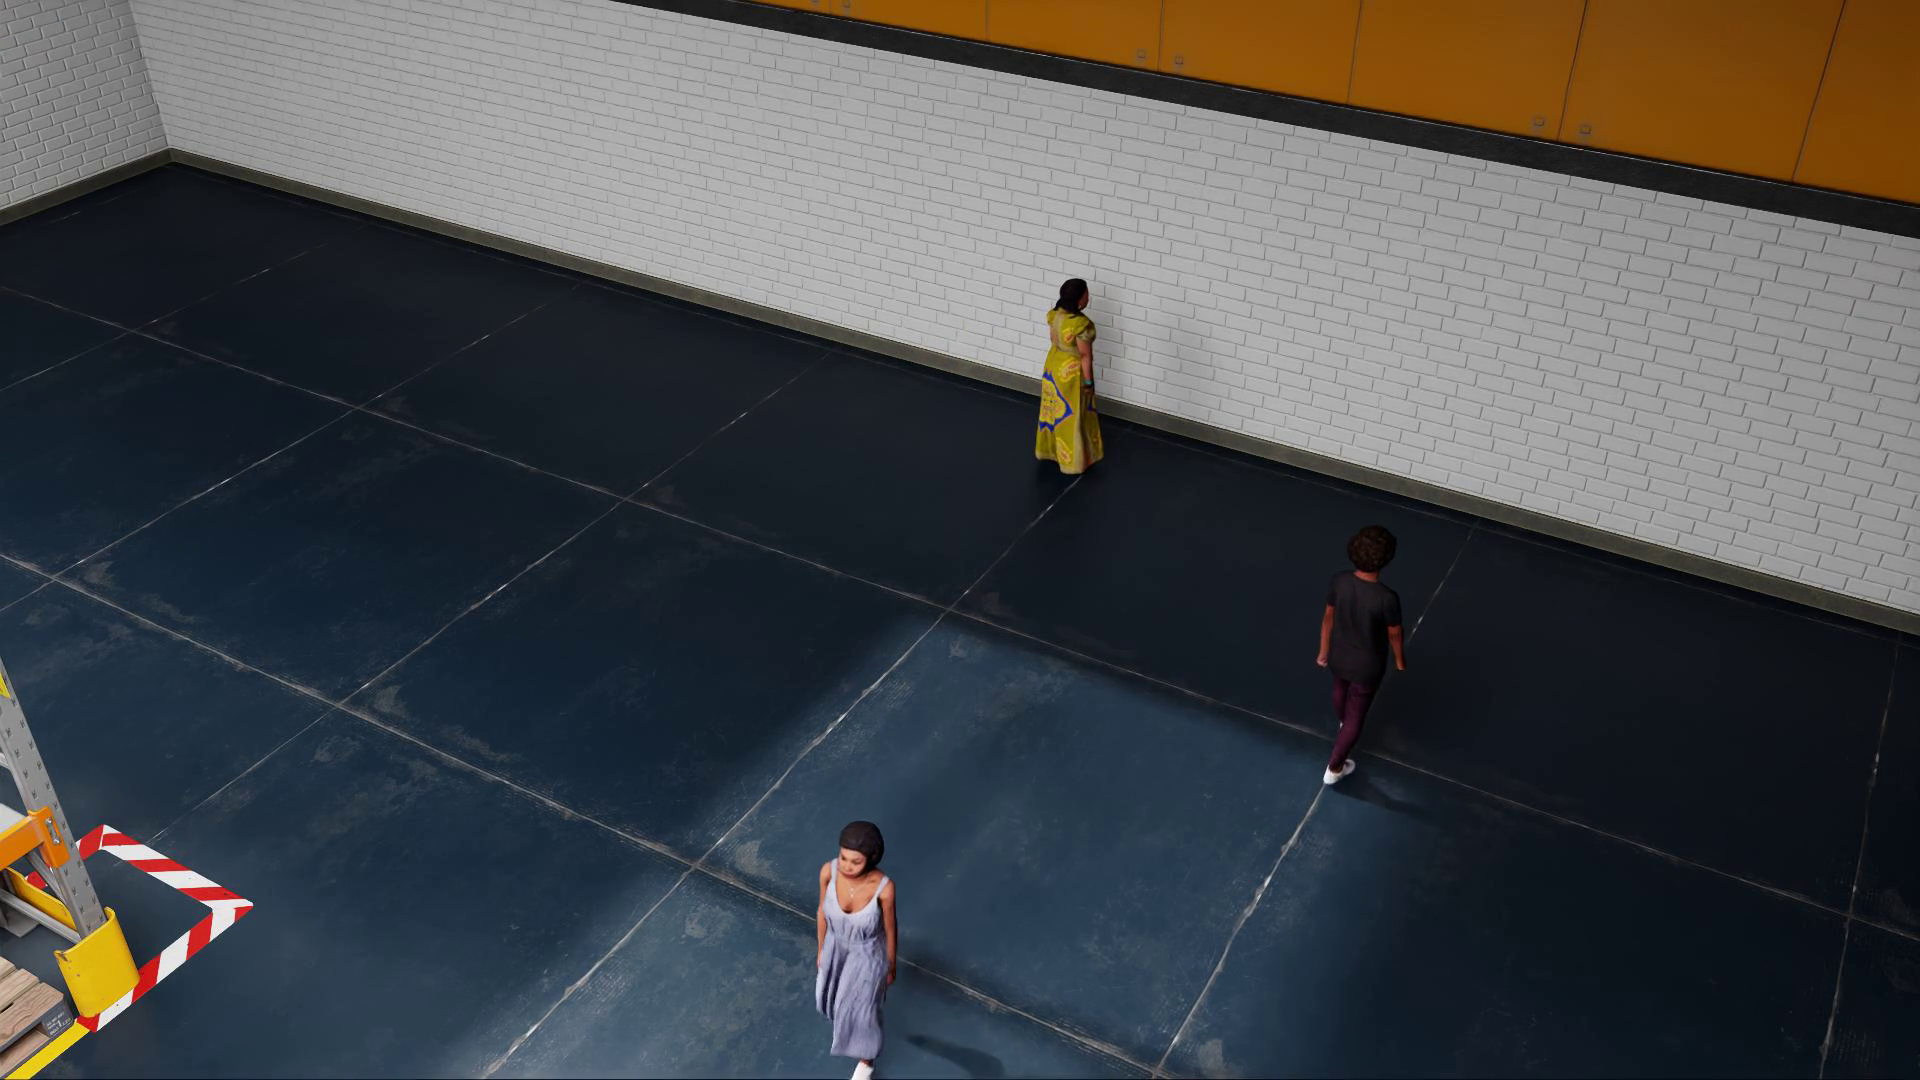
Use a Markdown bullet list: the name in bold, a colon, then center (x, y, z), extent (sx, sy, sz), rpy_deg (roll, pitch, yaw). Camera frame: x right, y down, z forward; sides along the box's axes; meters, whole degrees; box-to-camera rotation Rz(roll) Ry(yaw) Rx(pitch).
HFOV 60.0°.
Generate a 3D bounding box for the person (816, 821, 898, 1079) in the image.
- **person**: center (-0.474, 2.006, 8.277), extent (0.628, 1.681, 0.899), rpy_deg (14, 36, 20)

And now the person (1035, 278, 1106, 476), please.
- **person**: center (0.879, -1.326, 13.308), extent (0.975, 1.659, 0.984), rpy_deg (-20, 38, -27)

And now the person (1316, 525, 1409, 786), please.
- **person**: center (2.389, 0.737, 10.118), extent (0.768, 1.755, 1.031), rpy_deg (27, 42, 34)
